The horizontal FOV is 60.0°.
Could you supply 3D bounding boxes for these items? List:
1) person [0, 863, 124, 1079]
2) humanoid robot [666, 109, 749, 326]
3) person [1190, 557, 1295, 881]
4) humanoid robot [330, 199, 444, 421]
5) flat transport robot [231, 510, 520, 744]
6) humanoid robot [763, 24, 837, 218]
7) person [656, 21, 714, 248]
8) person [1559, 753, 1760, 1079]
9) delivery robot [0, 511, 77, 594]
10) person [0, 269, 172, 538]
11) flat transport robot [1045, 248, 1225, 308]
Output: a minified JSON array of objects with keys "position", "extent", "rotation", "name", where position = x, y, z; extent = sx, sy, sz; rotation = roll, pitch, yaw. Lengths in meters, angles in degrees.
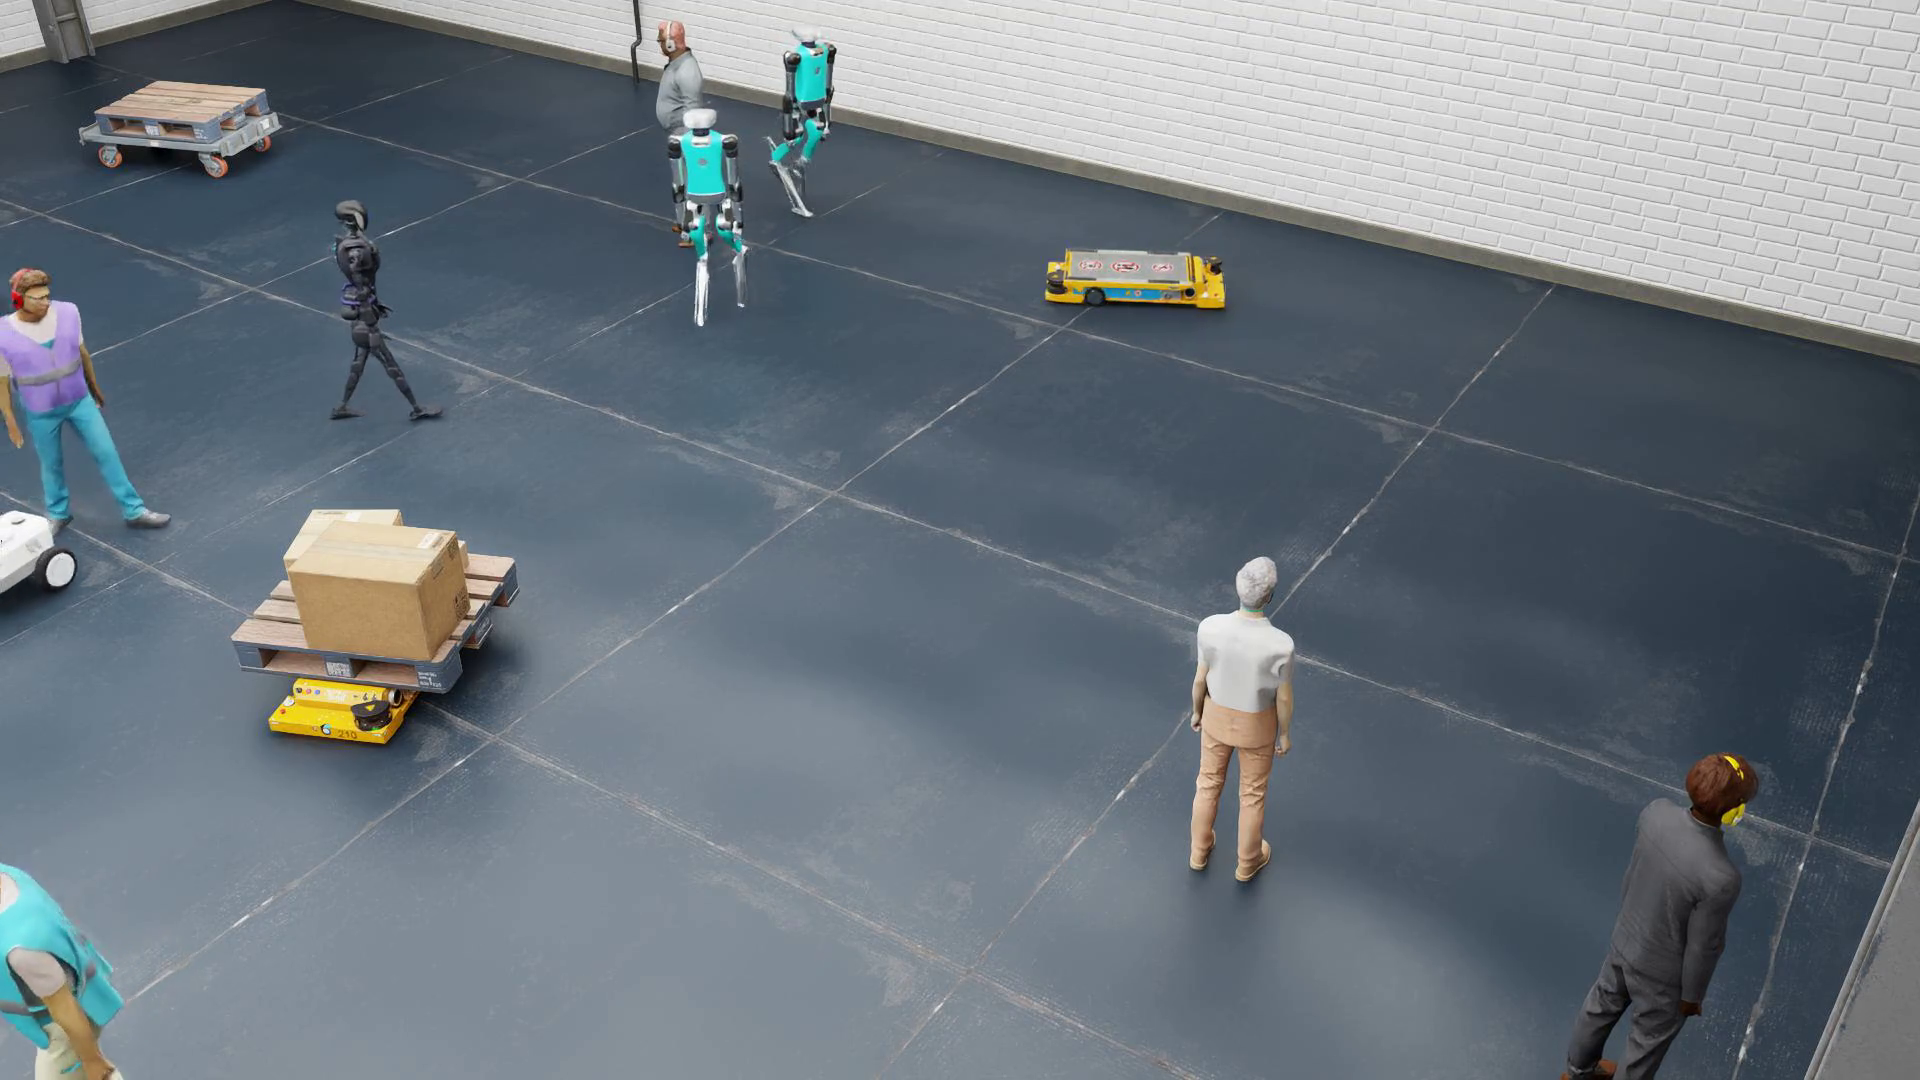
[{"position":[-3.313,1.756,6.098],"extent":[0.457,1.810,0.601],"rotation":[-21,38,-29],"name":"person"},{"position":[-1.927,-2.536,12.900],"extent":[0.530,1.804,0.801],"rotation":[-2,33,-3],"name":"humanoid robot"},{"position":[1.284,0.826,7.603],"extent":[0.477,1.747,0.320],"rotation":[13,35,20],"name":"person"},{"position":[-4.079,-1.569,11.440],"extent":[0.785,1.627,0.602],"rotation":[-8,34,-12],"name":"humanoid robot"},{"position":[-3.214,0.599,9.324],"extent":[0.659,0.231,1.431],"rotation":[5,33,8],"name":"flat transport robot"},{"position":[-1.462,-3.623,14.644],"extent":[0.543,1.894,0.764],"rotation":[-28,42,-36],"name":"humanoid robot"},{"position":[-2.351,-3.435,14.090],"extent":[0.405,1.903,0.650],"rotation":[-9,34,-13],"name":"person"},{"position":[2.664,1.569,6.343],"extent":[0.353,1.866,0.490],"rotation":[-9,34,-14],"name":"person"},{"position":[-5.669,0.146,9.777],"extent":[0.499,0.608,0.797],"rotation":[11,34,17],"name":"delivery robot"},{"position":[-5.478,-0.804,10.095],"extent":[0.644,1.802,0.628],"rotation":[24,40,32],"name":"person"},{"position":[1.427,-2.131,13.573],"extent":[1.431,0.231,0.659],"rotation":[3,33,4],"name":"flat transport robot"}]
